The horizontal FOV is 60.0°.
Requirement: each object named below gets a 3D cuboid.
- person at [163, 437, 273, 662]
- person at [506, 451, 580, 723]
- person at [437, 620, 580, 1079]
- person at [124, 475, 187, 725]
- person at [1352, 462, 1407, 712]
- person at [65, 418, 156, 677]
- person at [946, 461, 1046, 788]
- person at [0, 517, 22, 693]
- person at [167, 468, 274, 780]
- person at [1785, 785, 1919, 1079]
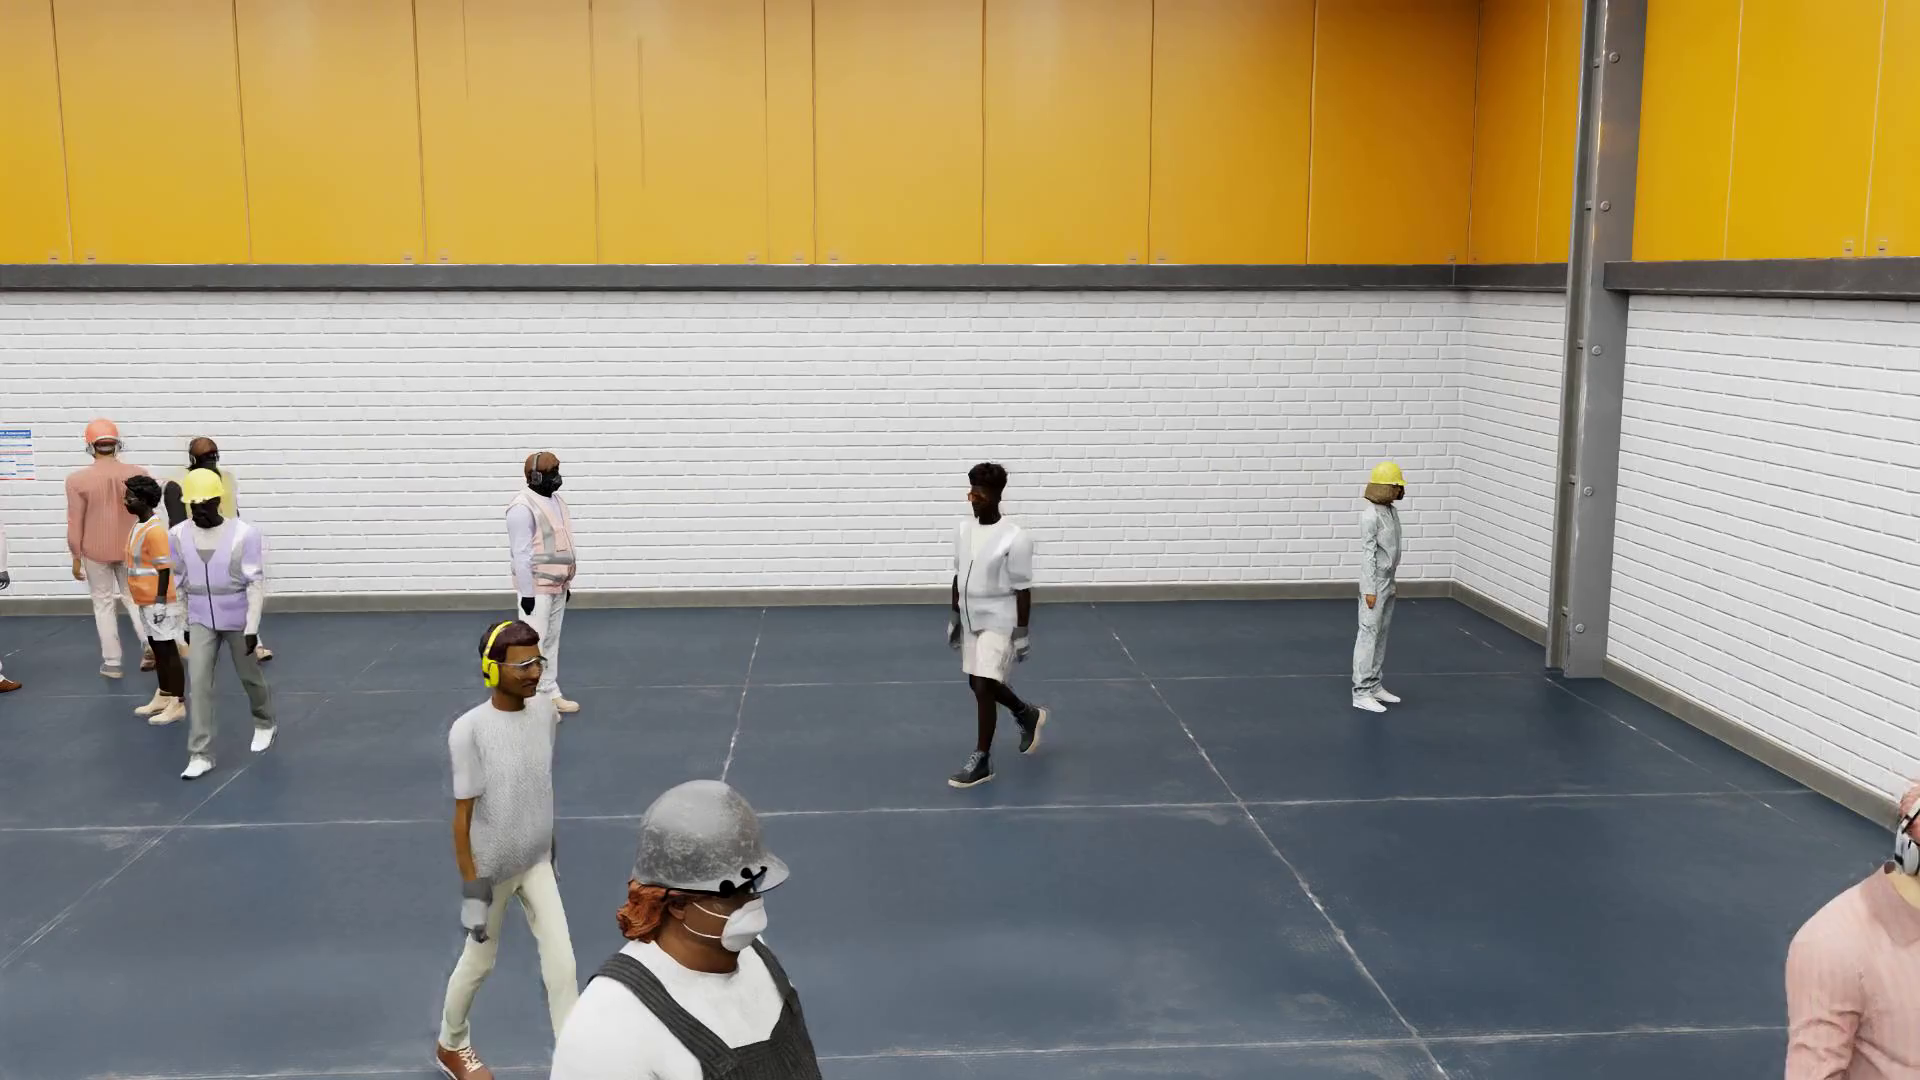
[{"bbox_3d":[-5.856,0.089,12.979,0.947,1.793,0.623,6,11,32],"label":"person"},{"bbox_3d":[-2.833,0.314,11.364,0.430,1.845,0.624,2,9,12],"label":"person"},{"bbox_3d":[-1.622,1.179,6.020,0.963,1.825,0.540,6,11,35],"label":"person"},{"bbox_3d":[-5.463,0.401,11.273,0.321,1.696,0.537,-7,11,-38],"label":"person"},{"bbox_3d":[2.958,0.318,11.652,0.303,1.743,0.494,6,11,33],"label":"person"},{"bbox_3d":[-6.318,0.078,12.440,0.604,1.976,0.619,9,12,43],"label":"person"},{"bbox_3d":[0.241,0.476,10.053,0.827,1.938,0.598,-8,12,-39],"label":"person"},{"bbox_3d":[-7.175,0.179,12.017,0.651,1.906,0.402,1,9,5],"label":"person"},{"bbox_3d":[-4.569,0.469,10.305,0.588,1.877,0.963,0,9,-3],"label":"person"},{"bbox_3d":[2.268,1.487,3.909,0.670,1.869,0.823,-1,9,-7],"label":"person"}]
